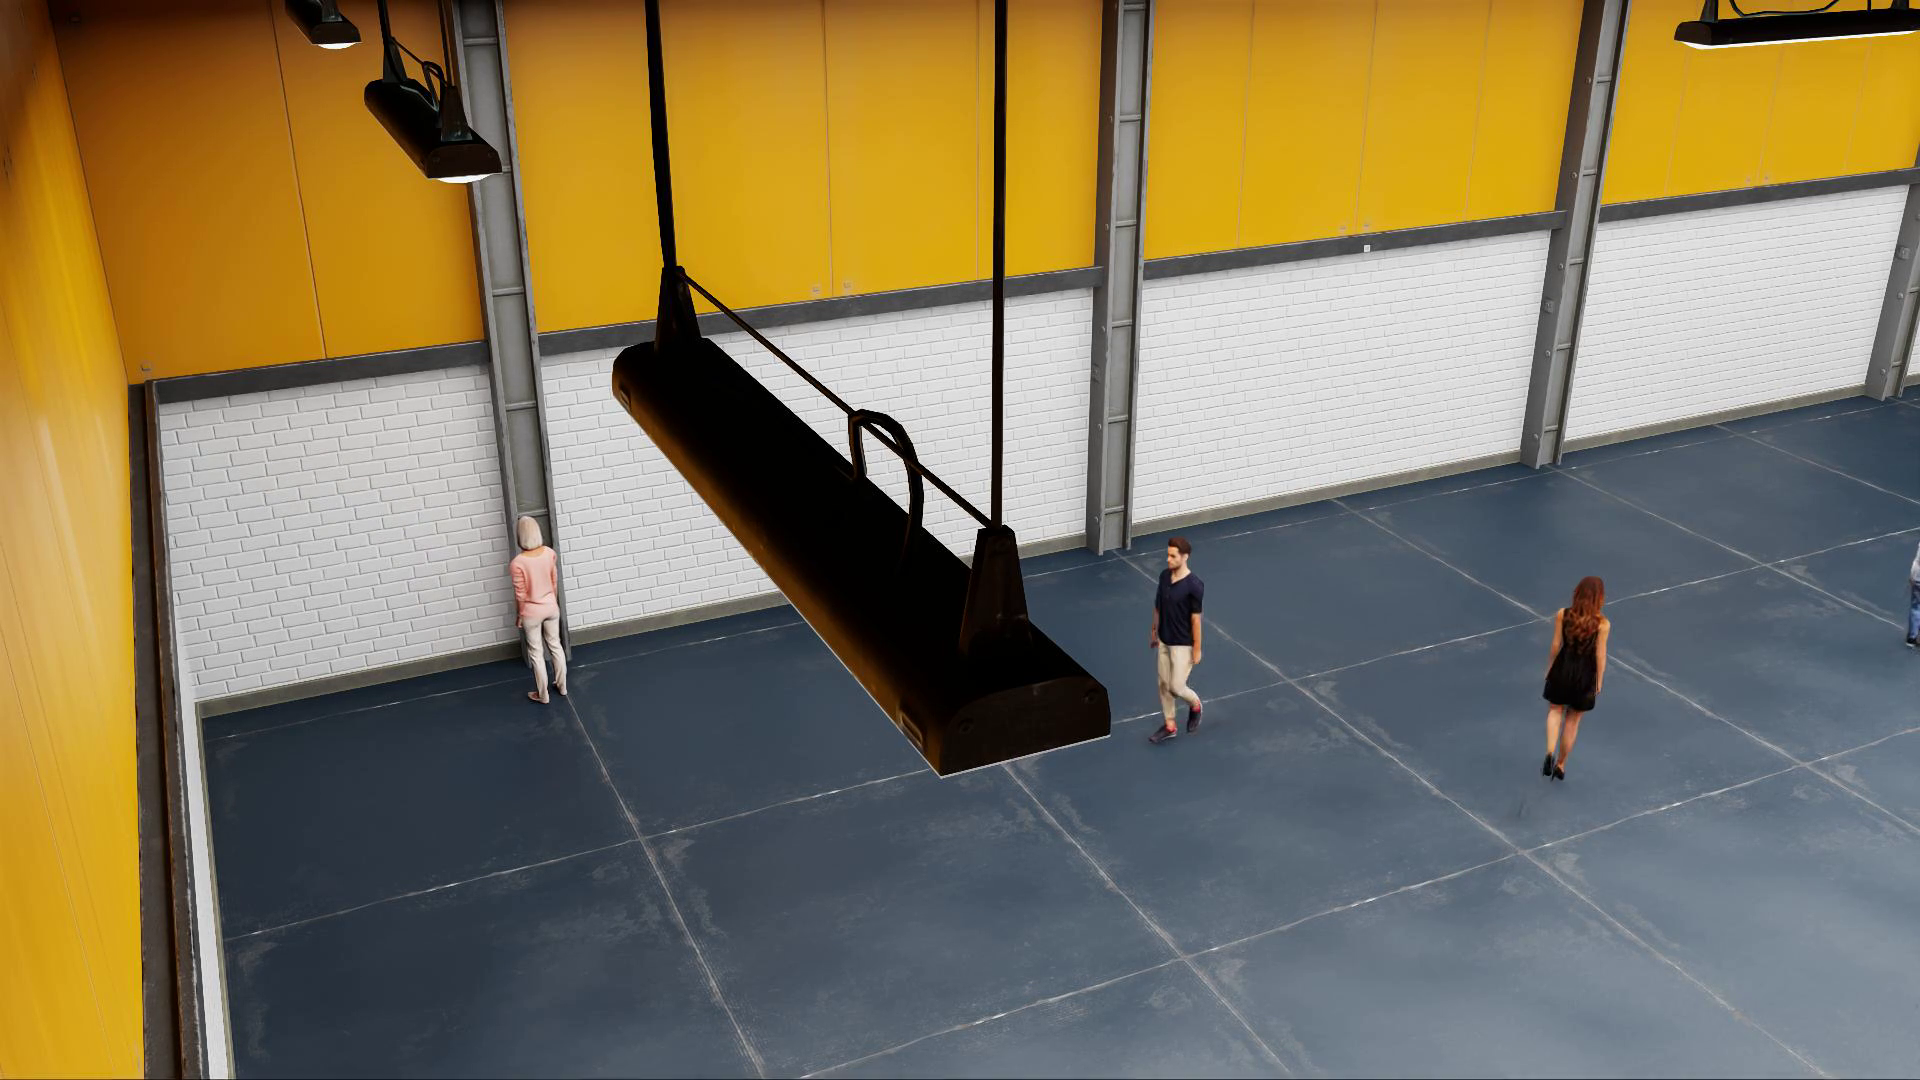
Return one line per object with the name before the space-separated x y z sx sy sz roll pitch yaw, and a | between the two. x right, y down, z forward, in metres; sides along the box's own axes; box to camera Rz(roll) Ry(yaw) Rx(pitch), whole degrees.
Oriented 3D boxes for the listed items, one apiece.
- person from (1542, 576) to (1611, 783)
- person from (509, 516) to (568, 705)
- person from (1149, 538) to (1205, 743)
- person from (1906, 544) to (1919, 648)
person | 4.787 1.154 13.076 0.791 1.825 0.880 14 27 29
person | -3.674 0.600 14.469 0.734 1.724 0.594 20 30 38
person | 1.857 0.826 13.806 0.837 1.841 0.765 -19 30 -37
person | 9.022 0.410 15.513 0.735 1.236 0.851 13 27 27
